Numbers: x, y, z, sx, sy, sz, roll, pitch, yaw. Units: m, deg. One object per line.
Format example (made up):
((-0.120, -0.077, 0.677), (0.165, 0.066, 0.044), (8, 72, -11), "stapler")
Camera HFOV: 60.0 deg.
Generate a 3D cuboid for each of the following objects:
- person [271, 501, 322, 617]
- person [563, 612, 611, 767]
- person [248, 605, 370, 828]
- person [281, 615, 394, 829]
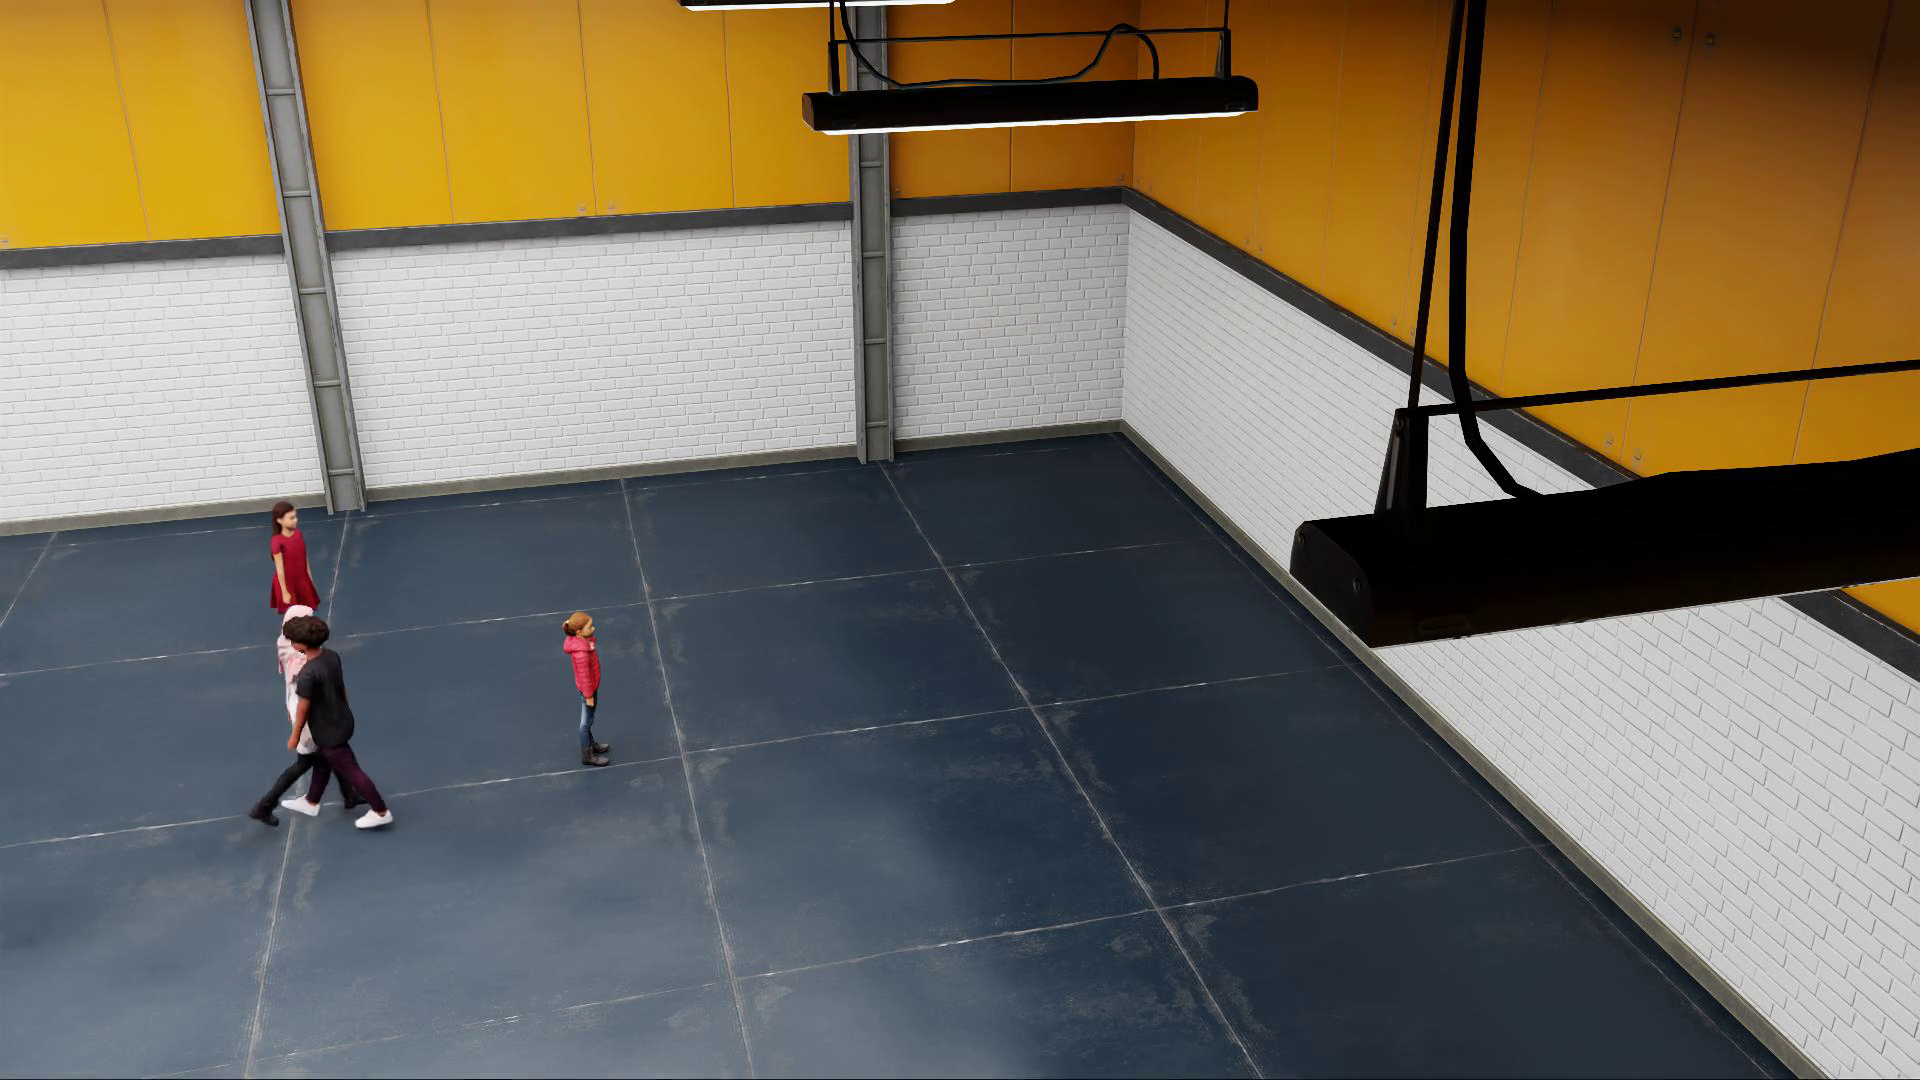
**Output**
((-5.970, 0.375, 14.875), (0.731, 1.553, 0.670), (8, 25, 17), "person")
((-3.001, 1.176, 13.334), (0.512, 1.318, 0.525), (-4, 24, -9), "person")
((-4.945, 1.352, 12.374), (1.249, 1.766, 0.882), (-12, 26, -26), "person")
((-4.590, 1.388, 12.330), (1.146, 1.735, 0.768), (-1, 24, -2), "person")
